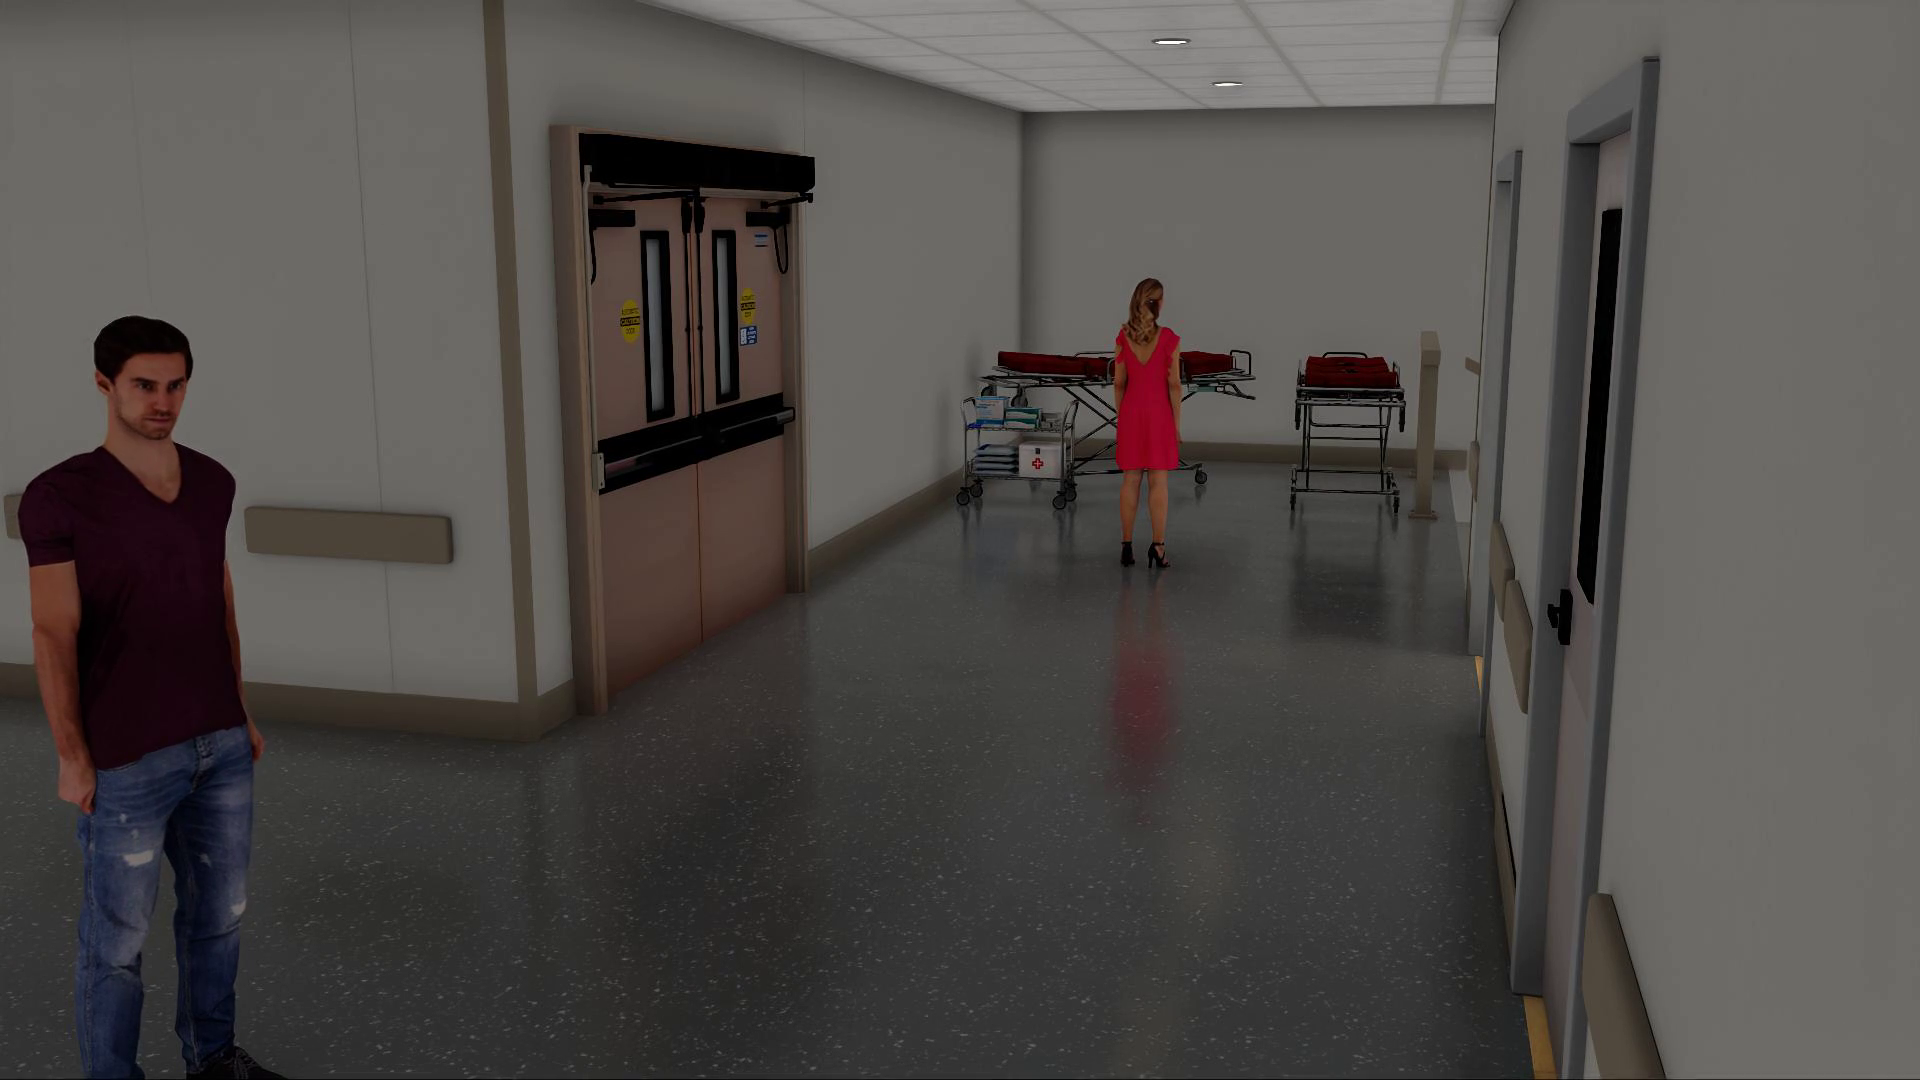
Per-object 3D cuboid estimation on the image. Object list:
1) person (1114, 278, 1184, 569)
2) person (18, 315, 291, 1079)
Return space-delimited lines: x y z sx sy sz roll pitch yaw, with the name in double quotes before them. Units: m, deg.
"person" 1.108 -0.702 9.938 0.614 1.728 0.596 5 12 26
"person" -1.786 0.423 3.688 0.761 1.846 0.574 6 12 27
